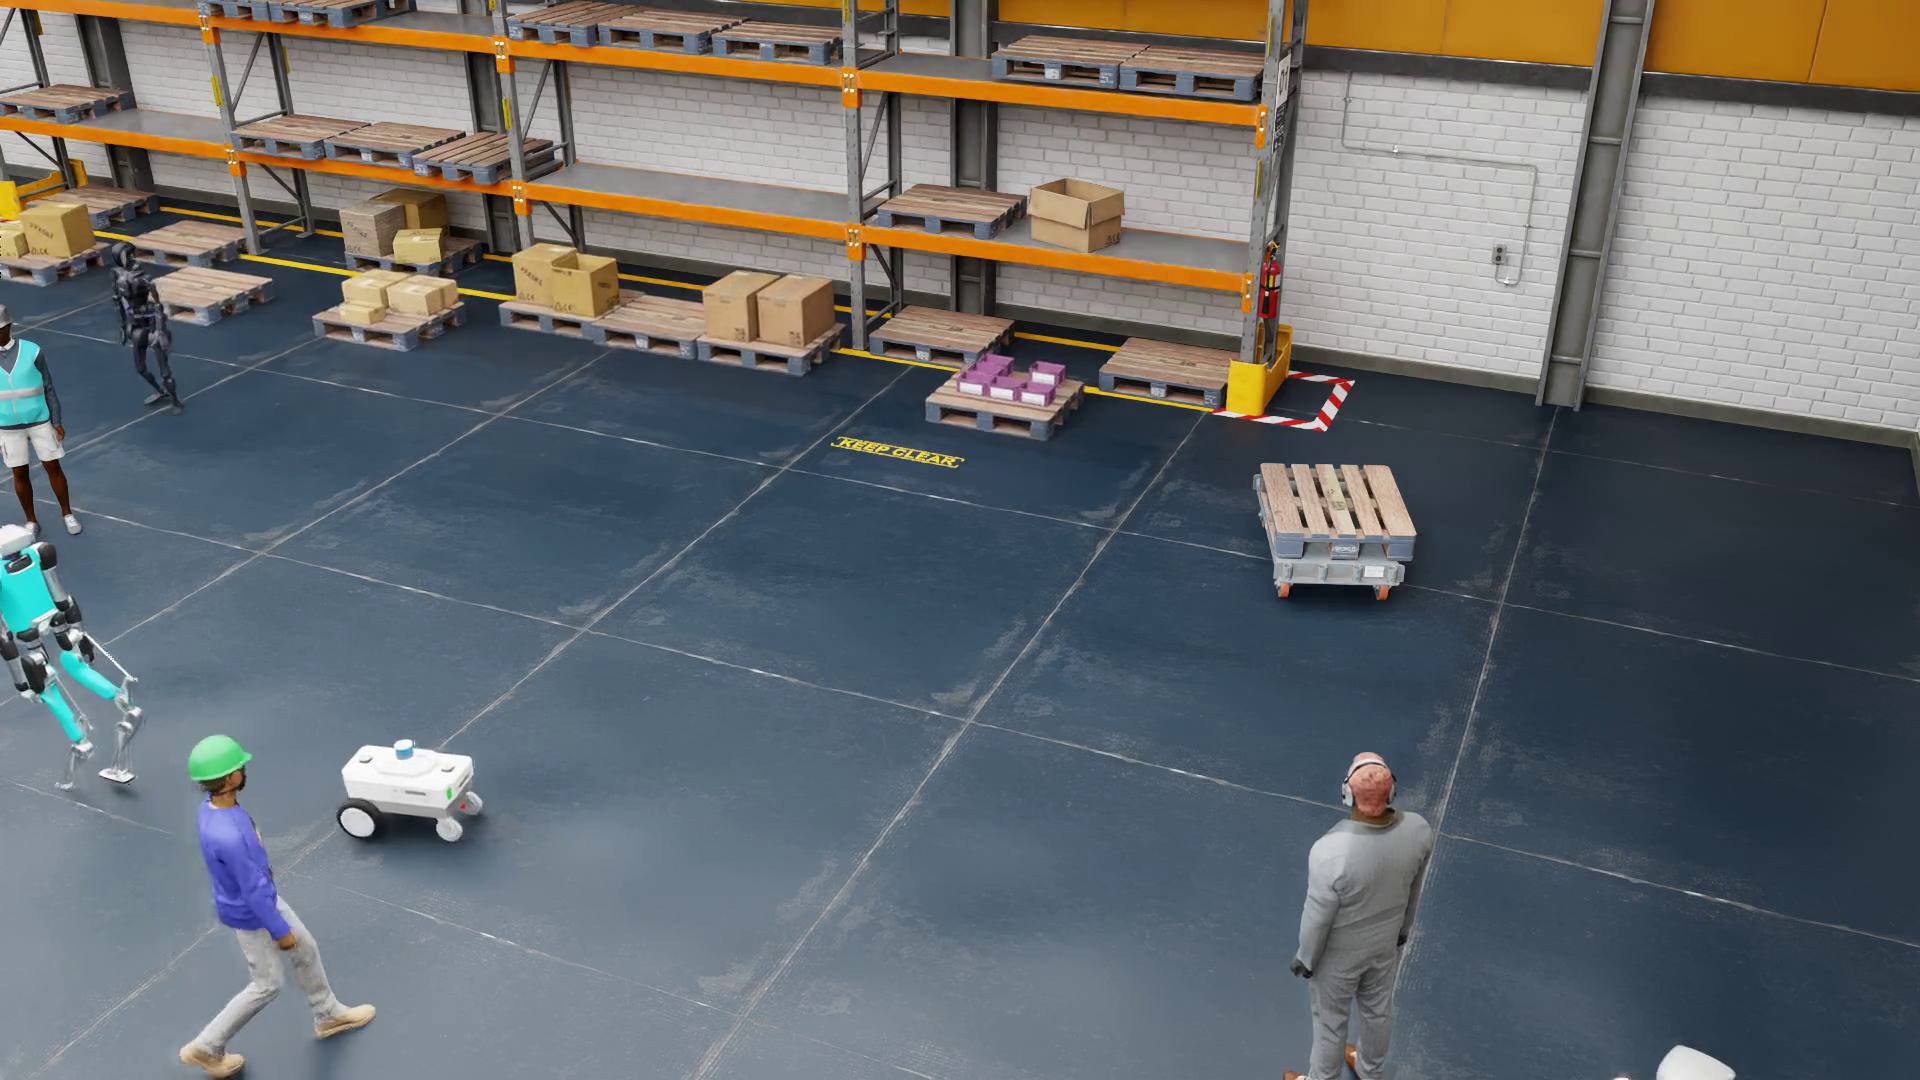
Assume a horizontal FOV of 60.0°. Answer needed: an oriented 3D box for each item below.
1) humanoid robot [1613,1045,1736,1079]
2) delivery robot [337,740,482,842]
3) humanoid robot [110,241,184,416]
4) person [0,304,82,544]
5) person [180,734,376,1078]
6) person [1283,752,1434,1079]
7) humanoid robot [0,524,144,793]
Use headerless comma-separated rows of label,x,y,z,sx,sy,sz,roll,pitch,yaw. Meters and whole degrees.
humanoid robot,2.711,2.546,6.417,0.530,1.802,0.753,16,31,29
delivery robot,-3.242,1.443,9.800,0.759,0.575,0.499,5,28,9
humanoid robot,-7.415,-1.954,15.192,0.589,1.646,0.416,10,29,19
person,-7.271,-0.928,12.910,0.553,1.940,0.418,-13,30,-24
person,-3.363,1.735,7.866,0.840,1.828,0.463,-11,29,-21
person,1.793,1.811,7.642,0.641,1.902,0.402,-12,30,-22
humanoid robot,-5.252,0.782,9.842,0.907,1.779,0.543,12,29,21
